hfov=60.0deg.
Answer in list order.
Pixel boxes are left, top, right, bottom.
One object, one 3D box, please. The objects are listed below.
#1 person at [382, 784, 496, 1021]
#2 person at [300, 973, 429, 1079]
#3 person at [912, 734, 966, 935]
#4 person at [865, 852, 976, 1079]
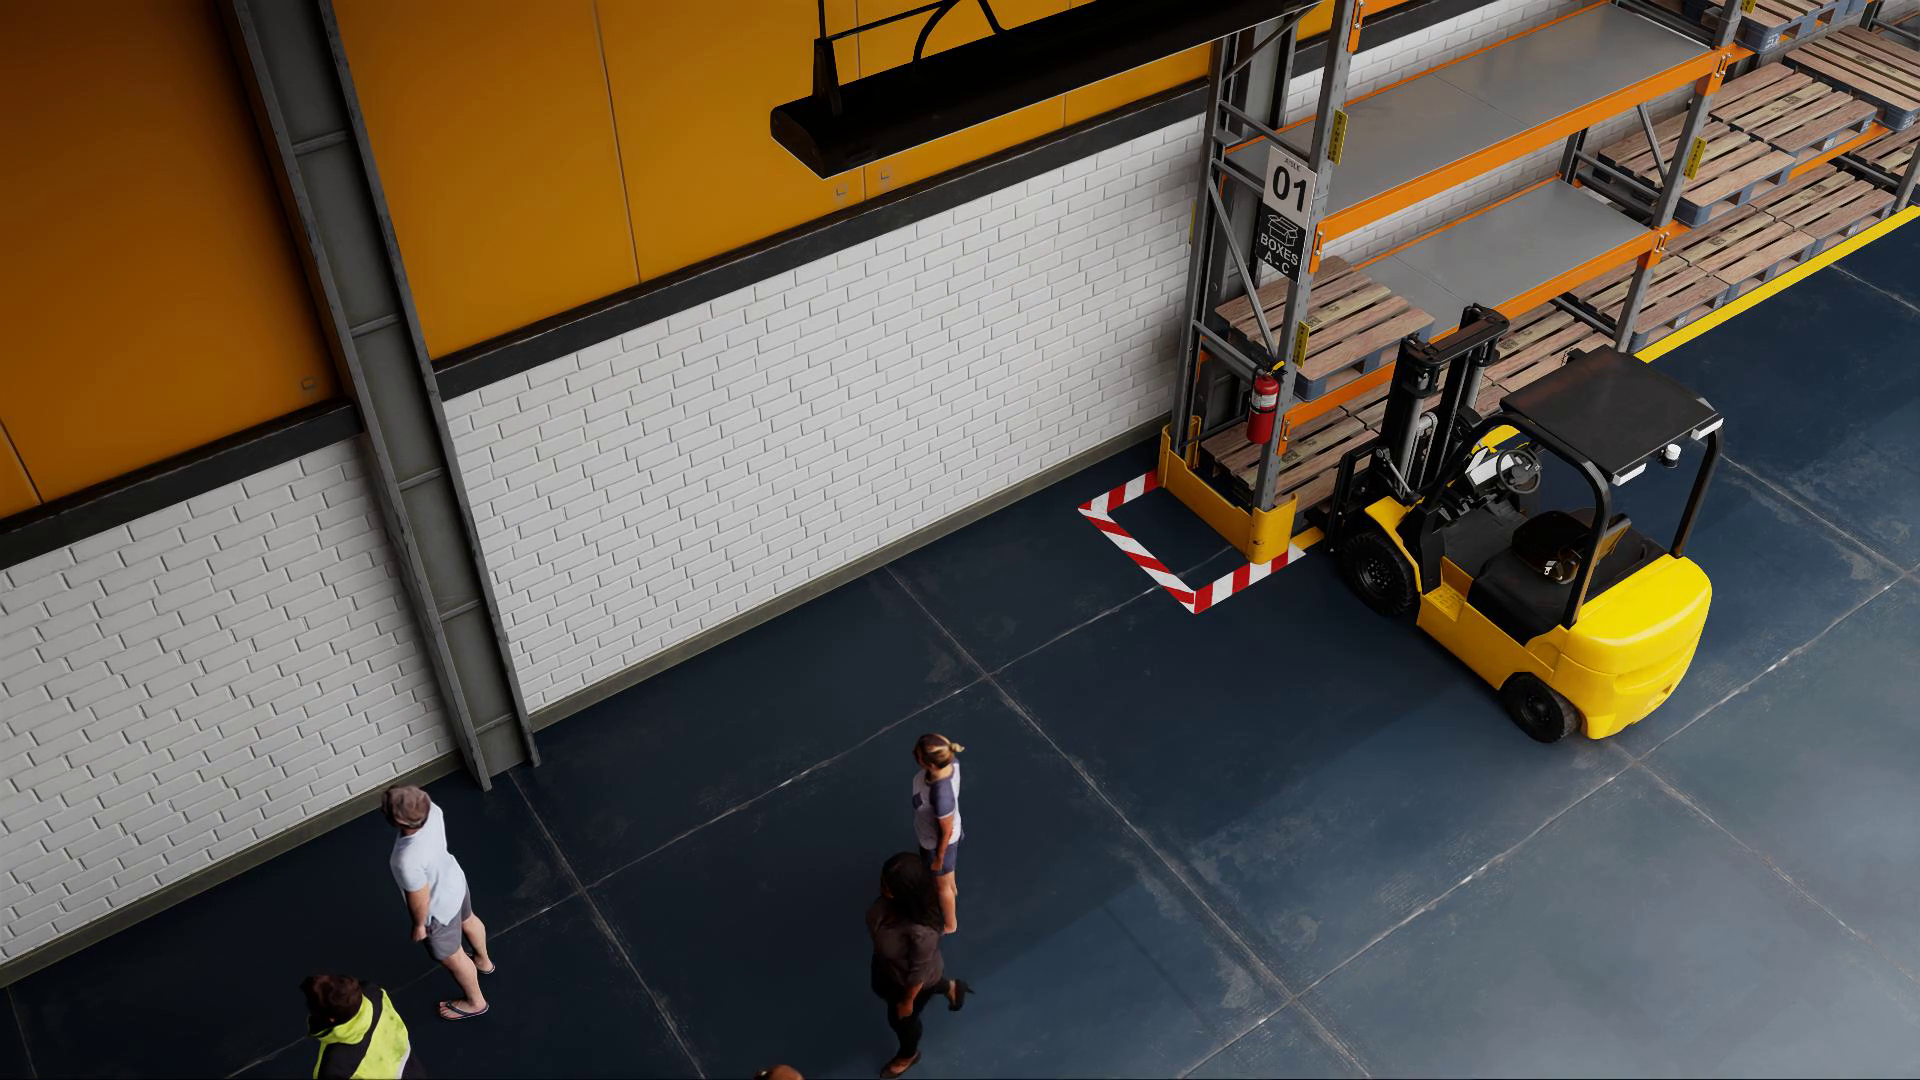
[{"bbox_3d":[-2.783,1.907,8.891,0.758,1.832,0.737,0,44,0],"label":"person"},{"bbox_3d":[-2.794,2.657,7.991,0.887,1.987,0.870,1,44,1],"label":"person"},{"bbox_3d":[-0.116,1.636,9.326,0.686,1.624,0.656,1,44,1],"label":"person"},{"bbox_3d":[-0.190,2.187,8.604,0.920,1.822,0.770,-14,45,-14],"label":"person"}]
